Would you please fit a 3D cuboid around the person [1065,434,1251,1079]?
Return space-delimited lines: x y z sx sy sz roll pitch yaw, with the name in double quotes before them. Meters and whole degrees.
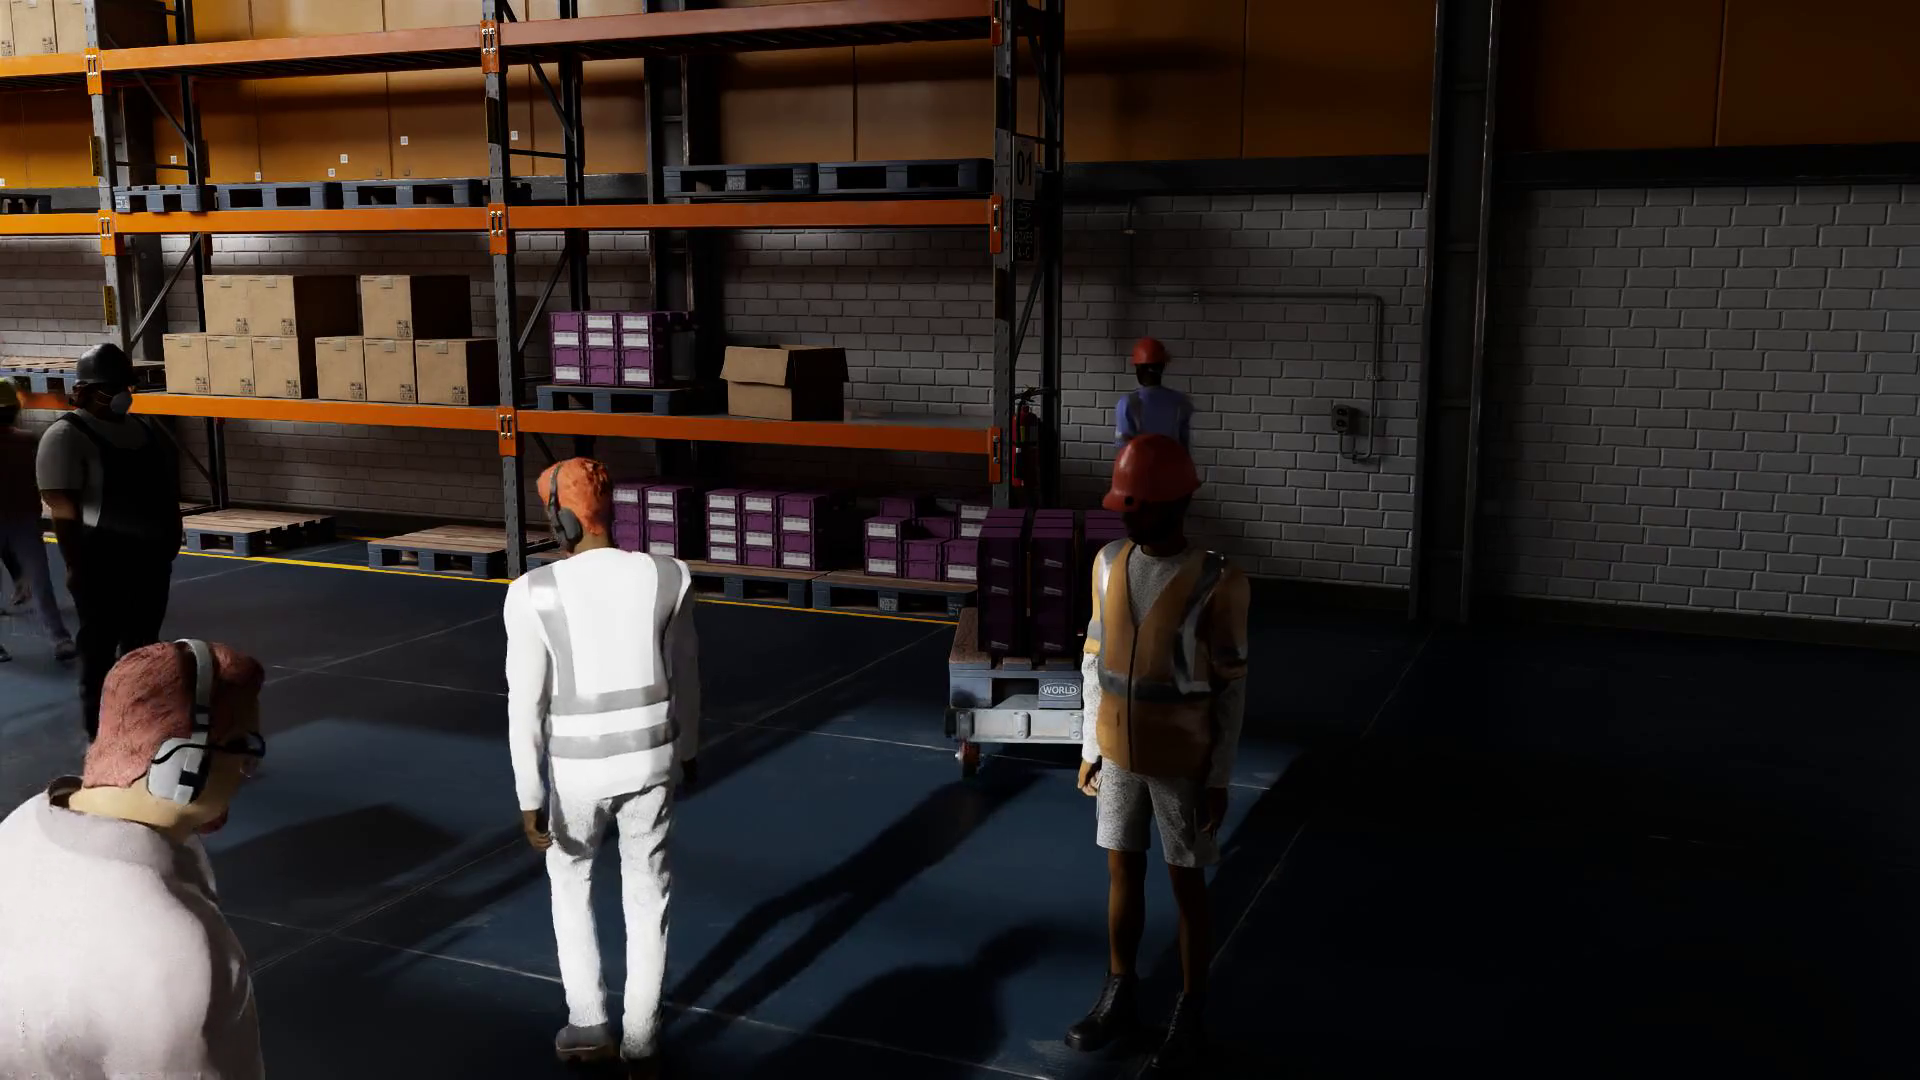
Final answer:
"person" 0.577 0.641 4.971 0.542 1.928 0.374 8 12 38

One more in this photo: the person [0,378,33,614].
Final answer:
"person" -6.695 -0.454 11.351 0.440 1.983 0.639 2 10 14

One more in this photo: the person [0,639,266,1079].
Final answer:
"person" -1.251 1.071 2.558 0.432 1.868 0.687 -8 13 -41

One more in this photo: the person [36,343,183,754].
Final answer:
"person" -4.087 0.053 8.153 0.539 2.000 0.688 2 10 12

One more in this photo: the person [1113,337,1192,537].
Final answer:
"person" 1.253 -0.379 11.074 0.565 1.932 0.423 -3 10 -17

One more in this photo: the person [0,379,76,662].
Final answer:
"person" -5.653 -0.092 9.933 0.869 1.721 0.553 5 11 29

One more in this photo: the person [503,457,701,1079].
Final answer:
"person" -1.037 0.679 4.939 0.608 1.860 0.537 -4 10 -22
